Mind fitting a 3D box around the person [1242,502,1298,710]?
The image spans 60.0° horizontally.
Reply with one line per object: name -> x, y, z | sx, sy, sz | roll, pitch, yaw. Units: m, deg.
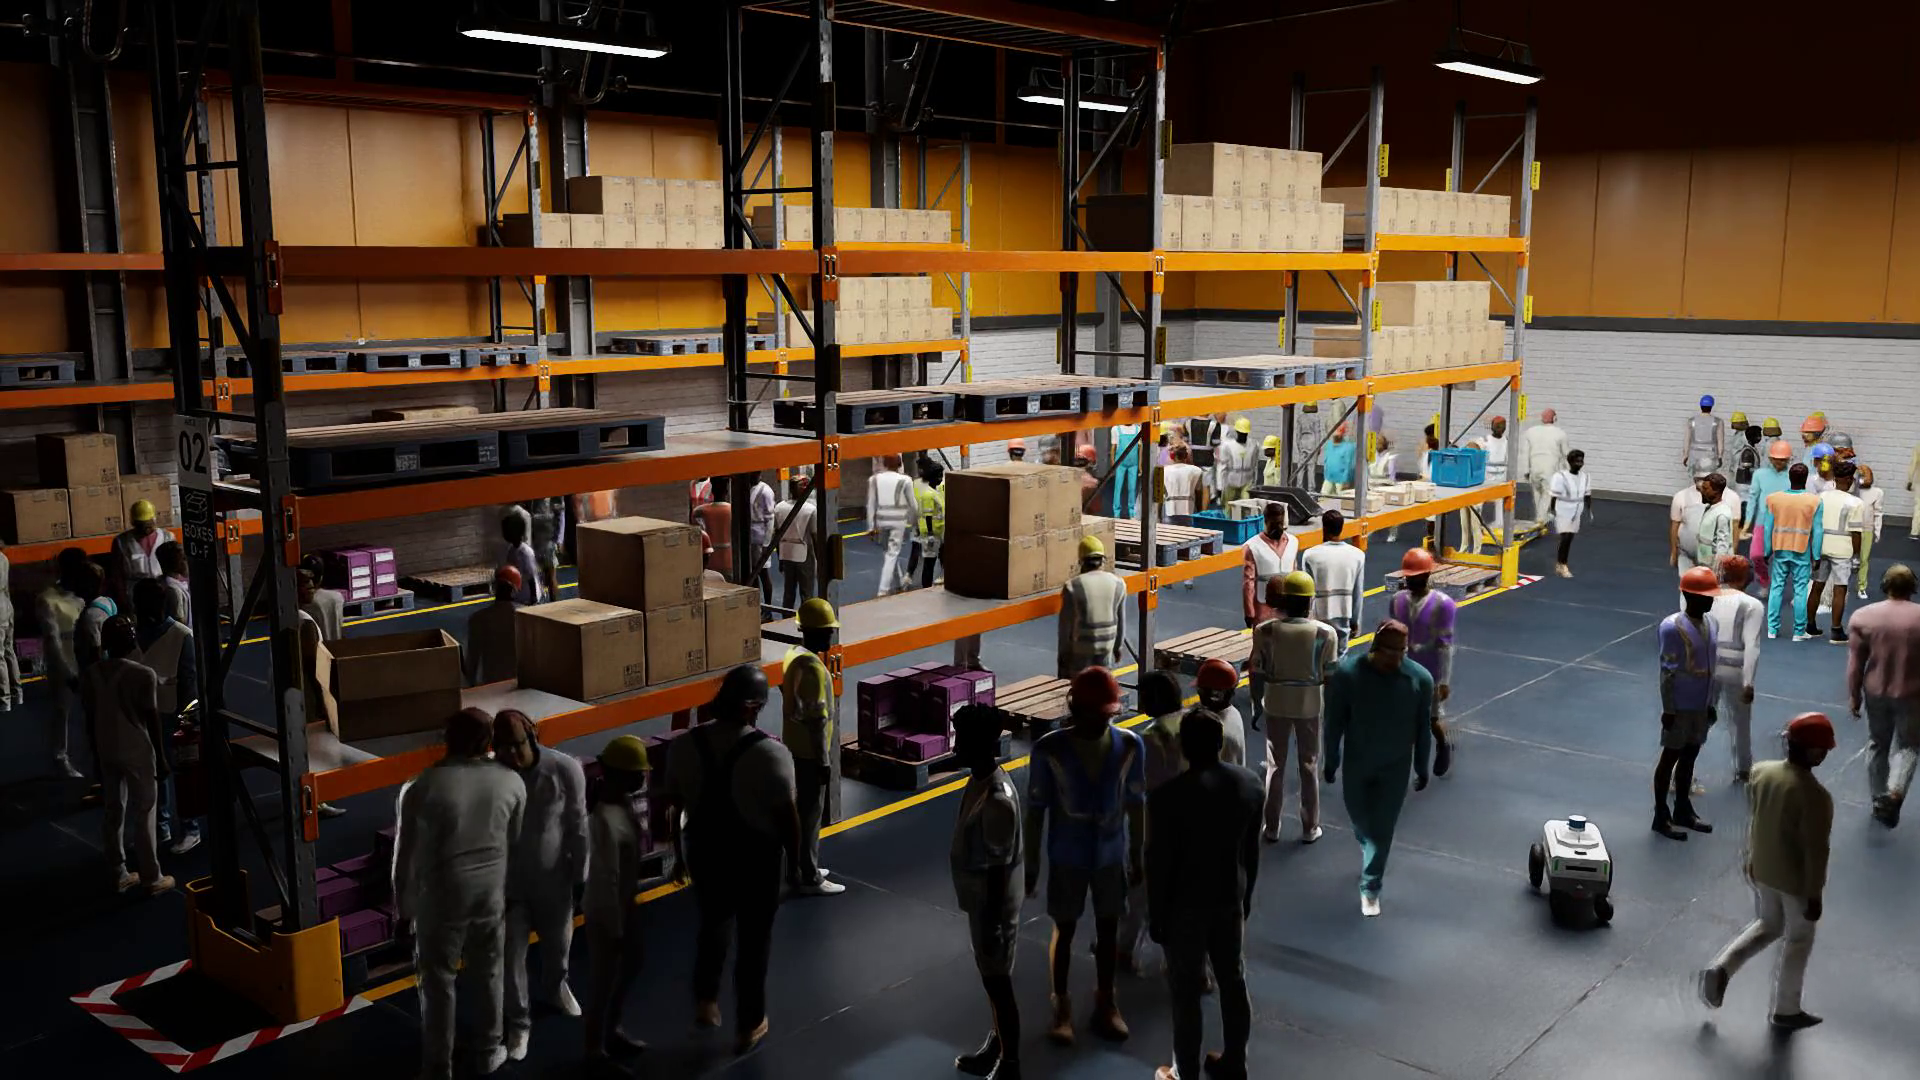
person -> 2.825, 0.593, 15.159 | 0.593, 1.907, 0.413 | -5, 11, -28

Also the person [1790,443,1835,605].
person -> 10.100, -0.166, 19.553 | 0.601, 1.948, 0.386 | -5, 11, -25

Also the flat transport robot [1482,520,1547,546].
flat transport robot -> 8.083, -0.129, 24.327 | 0.652, 0.197, 1.431 | 6, 11, 32

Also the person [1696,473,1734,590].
person -> 7.716, 0.266, 17.061 | 0.391, 1.919, 0.591 | 2, 10, 9

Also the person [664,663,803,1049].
person -> -1.155, 1.613, 8.654 | 0.714, 2.000, 0.542 | 2, 10, 14

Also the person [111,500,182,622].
person -> -7.767, 0.510, 15.929 | 0.598, 1.818, 0.403 | -6, 11, -33

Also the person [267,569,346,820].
person -> -4.816, 1.128, 12.124 | 0.563, 1.847, 0.388 | 8, 13, 41

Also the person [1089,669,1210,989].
person -> 1.091, 1.601, 9.430 | 0.876, 1.800, 0.661 | 9, 13, 44

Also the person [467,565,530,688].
person -> -3.505, 1.061, 12.891 | 0.588, 1.749, 0.436 | -1, 10, -8

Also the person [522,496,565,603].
person -> -4.698, -0.037, 18.506 | 0.605, 2.041, 0.387 | 1, 10, 9

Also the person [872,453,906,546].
person -> -1.008, -0.784, 23.791 | 0.534, 1.765, 0.325 | 7, 12, 35

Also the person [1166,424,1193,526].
person -> 3.016, -0.632, 22.600 | 0.501, 1.868, 0.694 | 2, 10, 11

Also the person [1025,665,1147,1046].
person -> 0.657, 1.631, 8.593 | 0.632, 2.031, 0.430 | -1, 10, -9

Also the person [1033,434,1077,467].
person -> 1.158, -0.365, 20.461 | 0.683, 2.000, 0.830 | 4, 10, 21

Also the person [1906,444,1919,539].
person -> 14.217, -0.875, 24.390 | 0.587, 1.743, 0.342 | 1, 10, 6

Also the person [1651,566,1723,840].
person -> 5.172, 1.141, 11.782 | 0.544, 1.939, 0.354 | -6, 11, -31

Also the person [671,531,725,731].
person -> -2.063, 0.895, 13.081 | 0.382, 1.995, 0.612 | 8, 13, 41

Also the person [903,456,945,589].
person -> -0.432, -0.215, 20.702 | 0.537, 1.646, 0.877 | 6, 11, 33

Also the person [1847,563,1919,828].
person -> 6.687, 1.128, 11.941 | 0.646, 1.918, 0.710 | 7, 12, 37

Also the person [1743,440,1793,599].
person -> 9.664, -0.206, 19.696 | 0.644, 1.976, 0.598 | 9, 13, 43

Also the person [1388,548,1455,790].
person -> 3.552, 0.987, 12.779 | 0.563, 1.915, 0.699 | 7, 12, 37

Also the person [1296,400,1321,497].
person -> 6.054, -1.616, 28.817 | 0.299, 1.745, 0.483 | -8, 12, -40

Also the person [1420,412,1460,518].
person -> 6.901, -0.895, 24.004 | 0.599, 1.909, 0.580 | 8, 13, 41

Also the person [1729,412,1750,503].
person -> 12.144, -1.139, 26.008 | 0.323, 1.737, 0.485 | 1, 10, 7

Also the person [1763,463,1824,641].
person -> 8.943, 0.129, 17.880 | 0.588, 1.920, 0.392 | 8, 12, 40

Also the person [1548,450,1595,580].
person -> 7.863, -0.327, 21.324 | 0.551, 1.668, 0.675 | -4, 10, -20

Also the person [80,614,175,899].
person -> -5.320, 1.385, 10.632 | 0.505, 1.839, 0.348 | 1, 10, 8

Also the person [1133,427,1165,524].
person -> 2.650, -0.802, 24.035 | 0.773, 1.708, 0.503 | -1, 10, -3

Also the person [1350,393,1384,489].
person -> 7.193, -1.753, 29.213 | 0.587, 1.892, 0.896 | -4, 10, -25

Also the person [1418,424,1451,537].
person -> 6.236, -0.576, 22.019 | 0.613, 1.937, 0.643 | -3, 10, -19

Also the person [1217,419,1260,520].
person -> 3.962, -0.815, 23.731 | 0.607, 1.863, 0.842 | -1, 10, -5

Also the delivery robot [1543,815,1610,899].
delivery robot -> 3.901, 1.992, 10.541 | 0.477, 0.478, 0.707 | 2, 10, 14

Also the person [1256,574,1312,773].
person -> 2.562, 1.077, 13.109 | 0.514, 1.618, 0.488 | -3, 10, -18

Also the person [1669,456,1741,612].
person -> 7.914, 0.099, 17.696 | 0.716, 2.000, 0.633 | 5, 11, 27

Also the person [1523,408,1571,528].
person -> 8.892, -1.051, 25.100 | 0.638, 1.857, 0.965 | 8, 13, 41

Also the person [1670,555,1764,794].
person -> 5.881, 1.031, 12.804 | 0.964, 1.829, 0.620 | -5, 11, -29

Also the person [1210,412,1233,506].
person -> 4.302, -1.381, 27.753 | 0.534, 1.625, 0.386 | -1, 10, -4

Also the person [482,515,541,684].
person -> -4.194, 0.563, 16.101 | 0.880, 1.645, 0.545 | -6, 11, -30

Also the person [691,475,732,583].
person -> -2.425, 0.259, 16.958 | 0.613, 1.965, 0.361 | 0, 10, 2
